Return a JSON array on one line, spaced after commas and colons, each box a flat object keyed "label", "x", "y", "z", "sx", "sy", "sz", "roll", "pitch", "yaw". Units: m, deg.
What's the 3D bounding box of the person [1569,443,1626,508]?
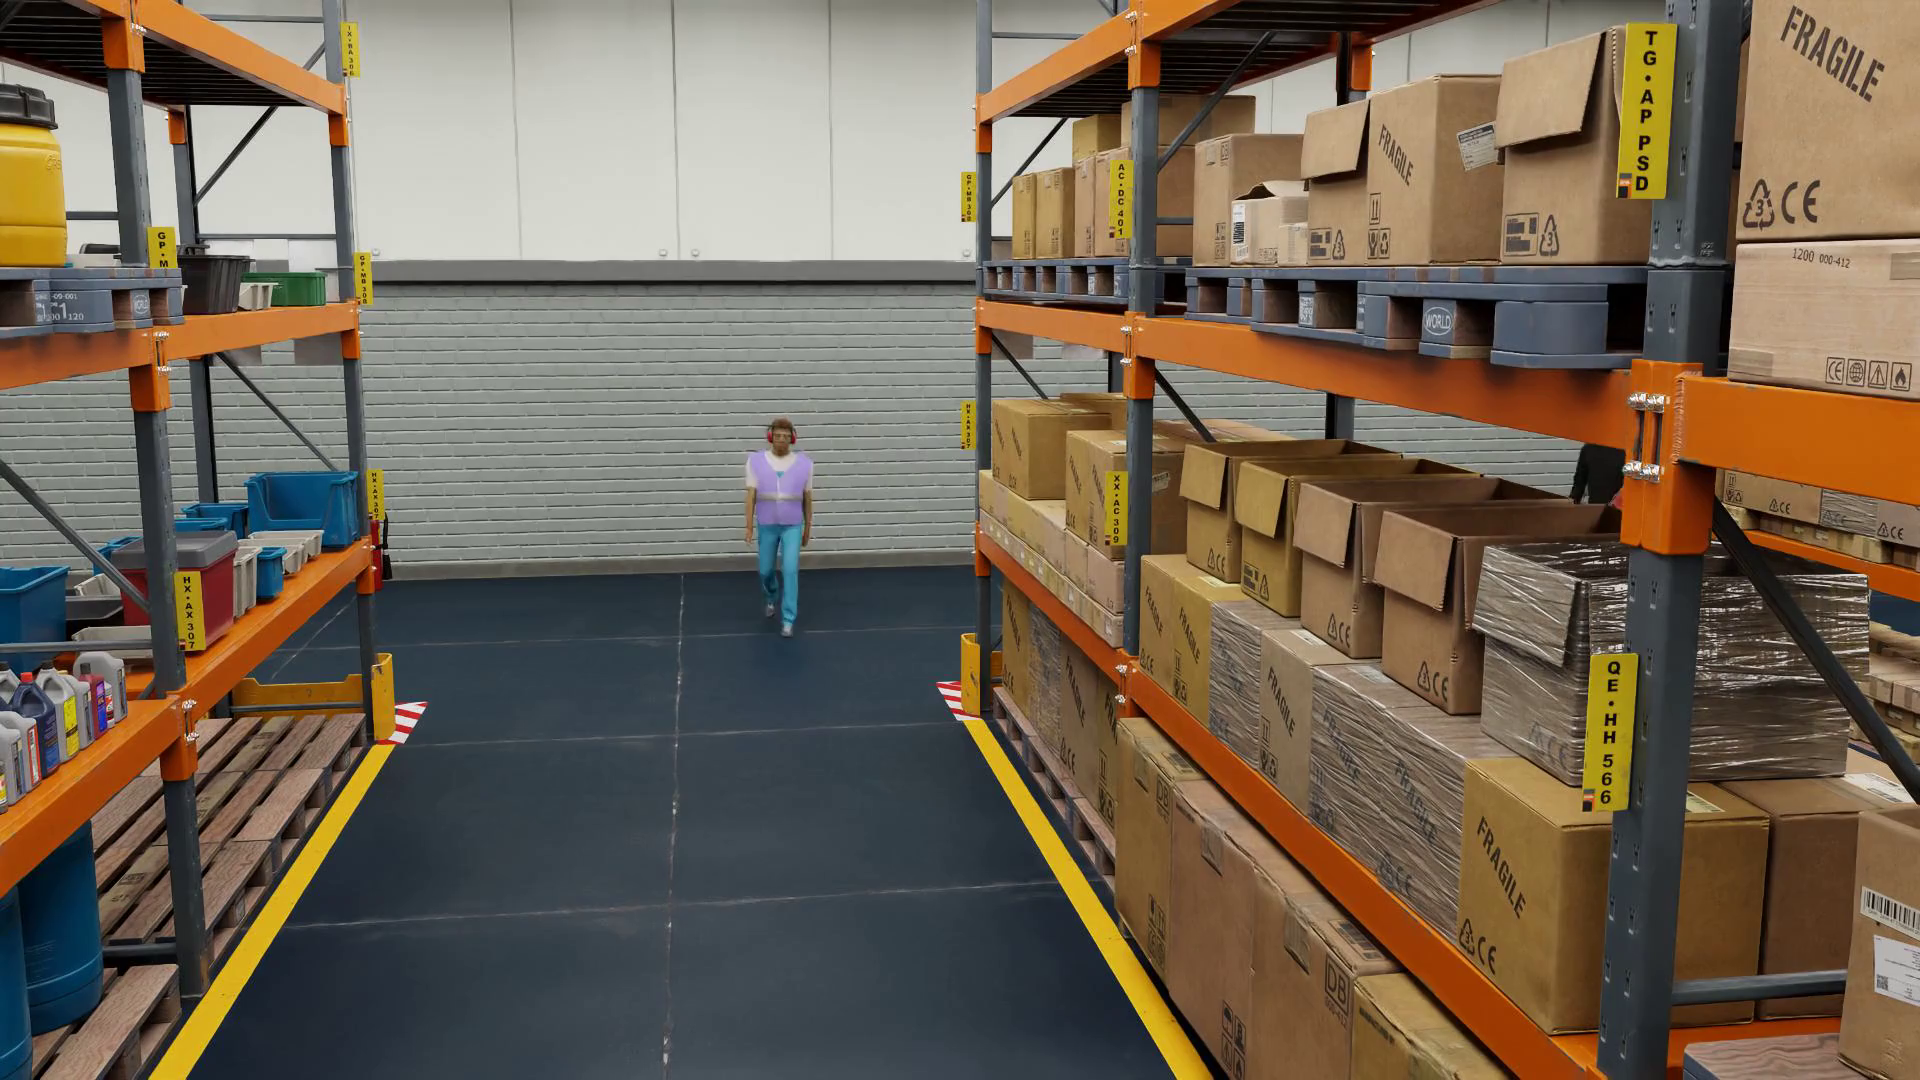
[{"label": "person", "x": 5.486, "y": -0.216, "z": 14.170, "sx": 1.029, "sy": 1.936, "sz": 0.654, "roll": -5, "pitch": 10, "yaw": -27}]

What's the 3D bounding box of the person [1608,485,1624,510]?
[{"label": "person", "x": 3.323, "y": 0.672, "z": 8.449, "sx": 0.639, "sy": 2.013, "sz": 0.445, "roll": 2, "pitch": 9, "yaw": 13}]

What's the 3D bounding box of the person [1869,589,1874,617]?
[{"label": "person", "x": 6.203, "y": 0.239, "z": 11.591, "sx": 0.510, "sy": 1.860, "sz": 0.334, "roll": -4, "pitch": 10, "yaw": -25}]

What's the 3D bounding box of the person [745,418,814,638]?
[{"label": "person", "x": -1.506, "y": -0.130, "z": 13.949, "sx": 0.579, "sy": 1.826, "sz": 0.676, "roll": 0, "pitch": 9, "yaw": -2}]
